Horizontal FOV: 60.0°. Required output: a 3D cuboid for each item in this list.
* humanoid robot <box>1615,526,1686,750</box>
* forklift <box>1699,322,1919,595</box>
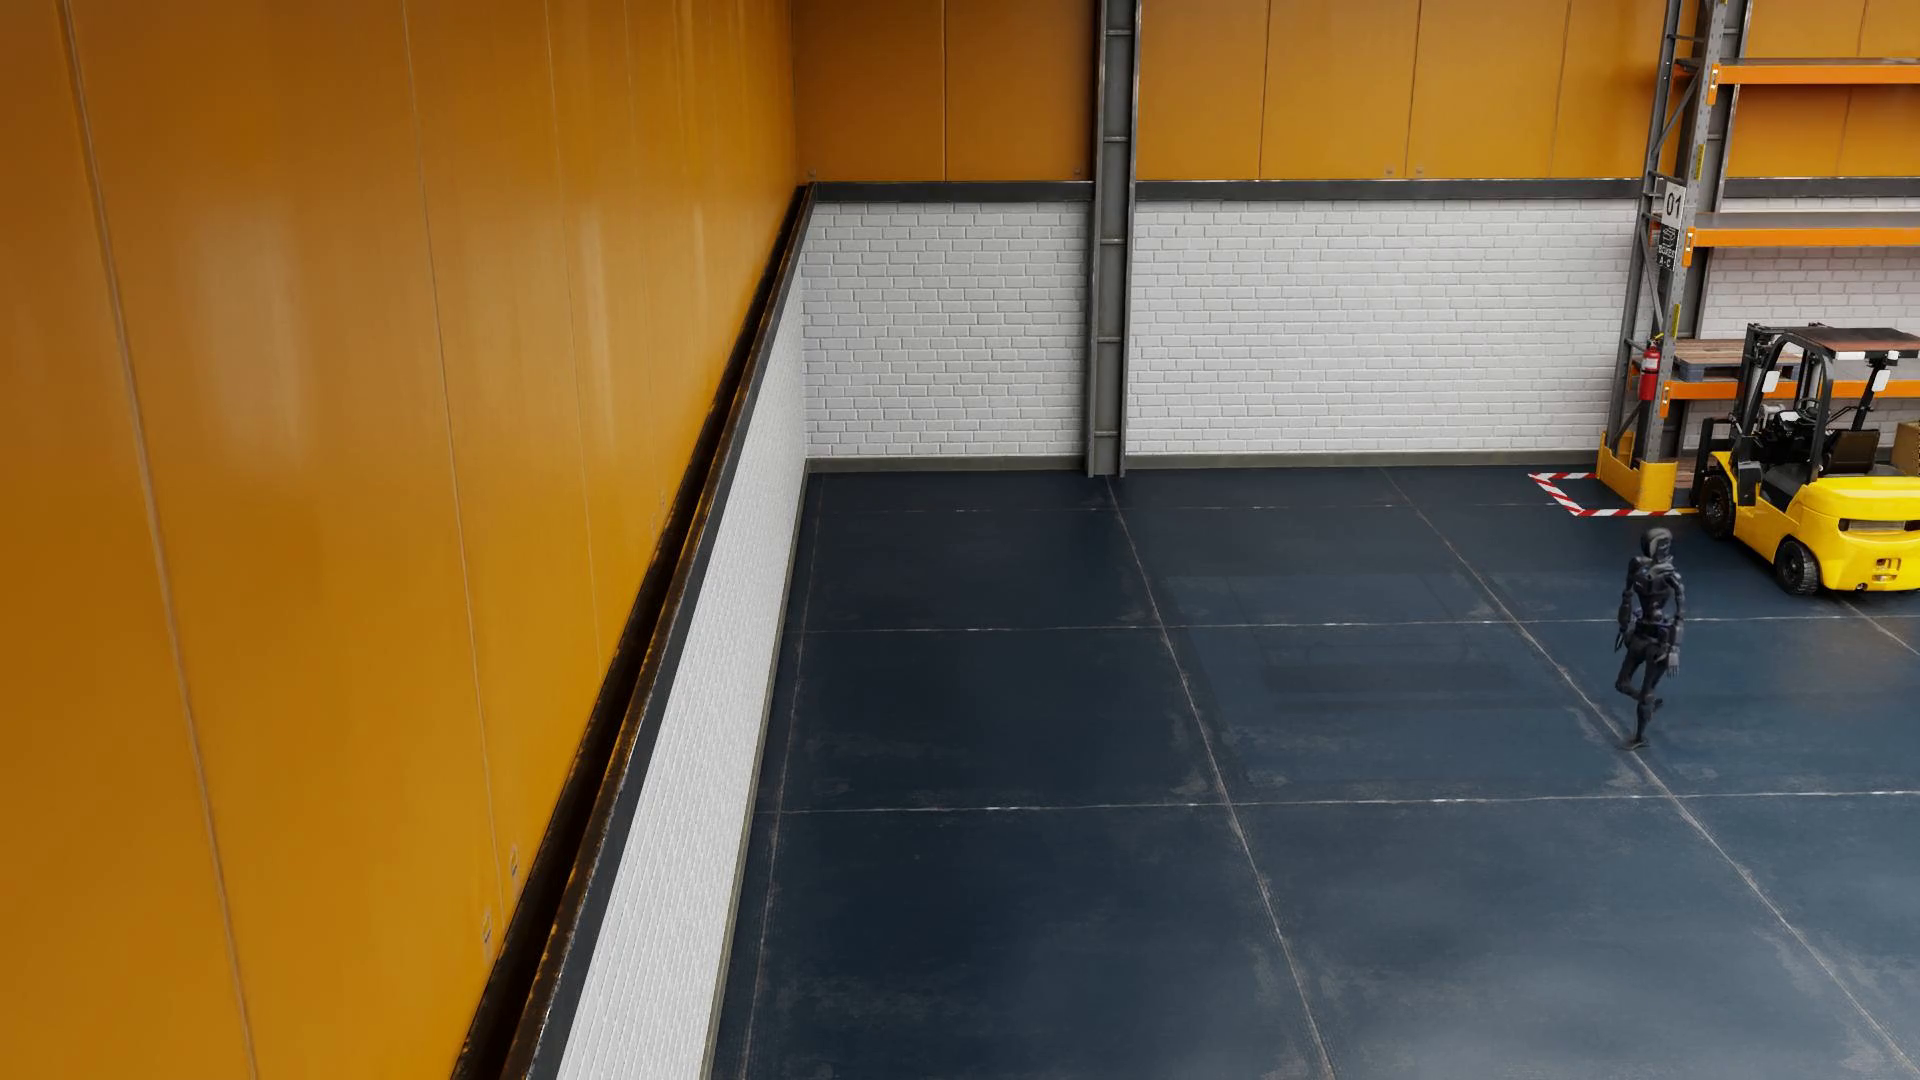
[{"bbox_3d":[4.913,0.681,11.689,0.467,1.644,0.612,-7,21,-19],"label":"humanoid robot"},{"bbox_3d":[7.809,-0.792,14.926,1.214,2.155,2.313,-1,20,-2],"label":"forklift"}]
